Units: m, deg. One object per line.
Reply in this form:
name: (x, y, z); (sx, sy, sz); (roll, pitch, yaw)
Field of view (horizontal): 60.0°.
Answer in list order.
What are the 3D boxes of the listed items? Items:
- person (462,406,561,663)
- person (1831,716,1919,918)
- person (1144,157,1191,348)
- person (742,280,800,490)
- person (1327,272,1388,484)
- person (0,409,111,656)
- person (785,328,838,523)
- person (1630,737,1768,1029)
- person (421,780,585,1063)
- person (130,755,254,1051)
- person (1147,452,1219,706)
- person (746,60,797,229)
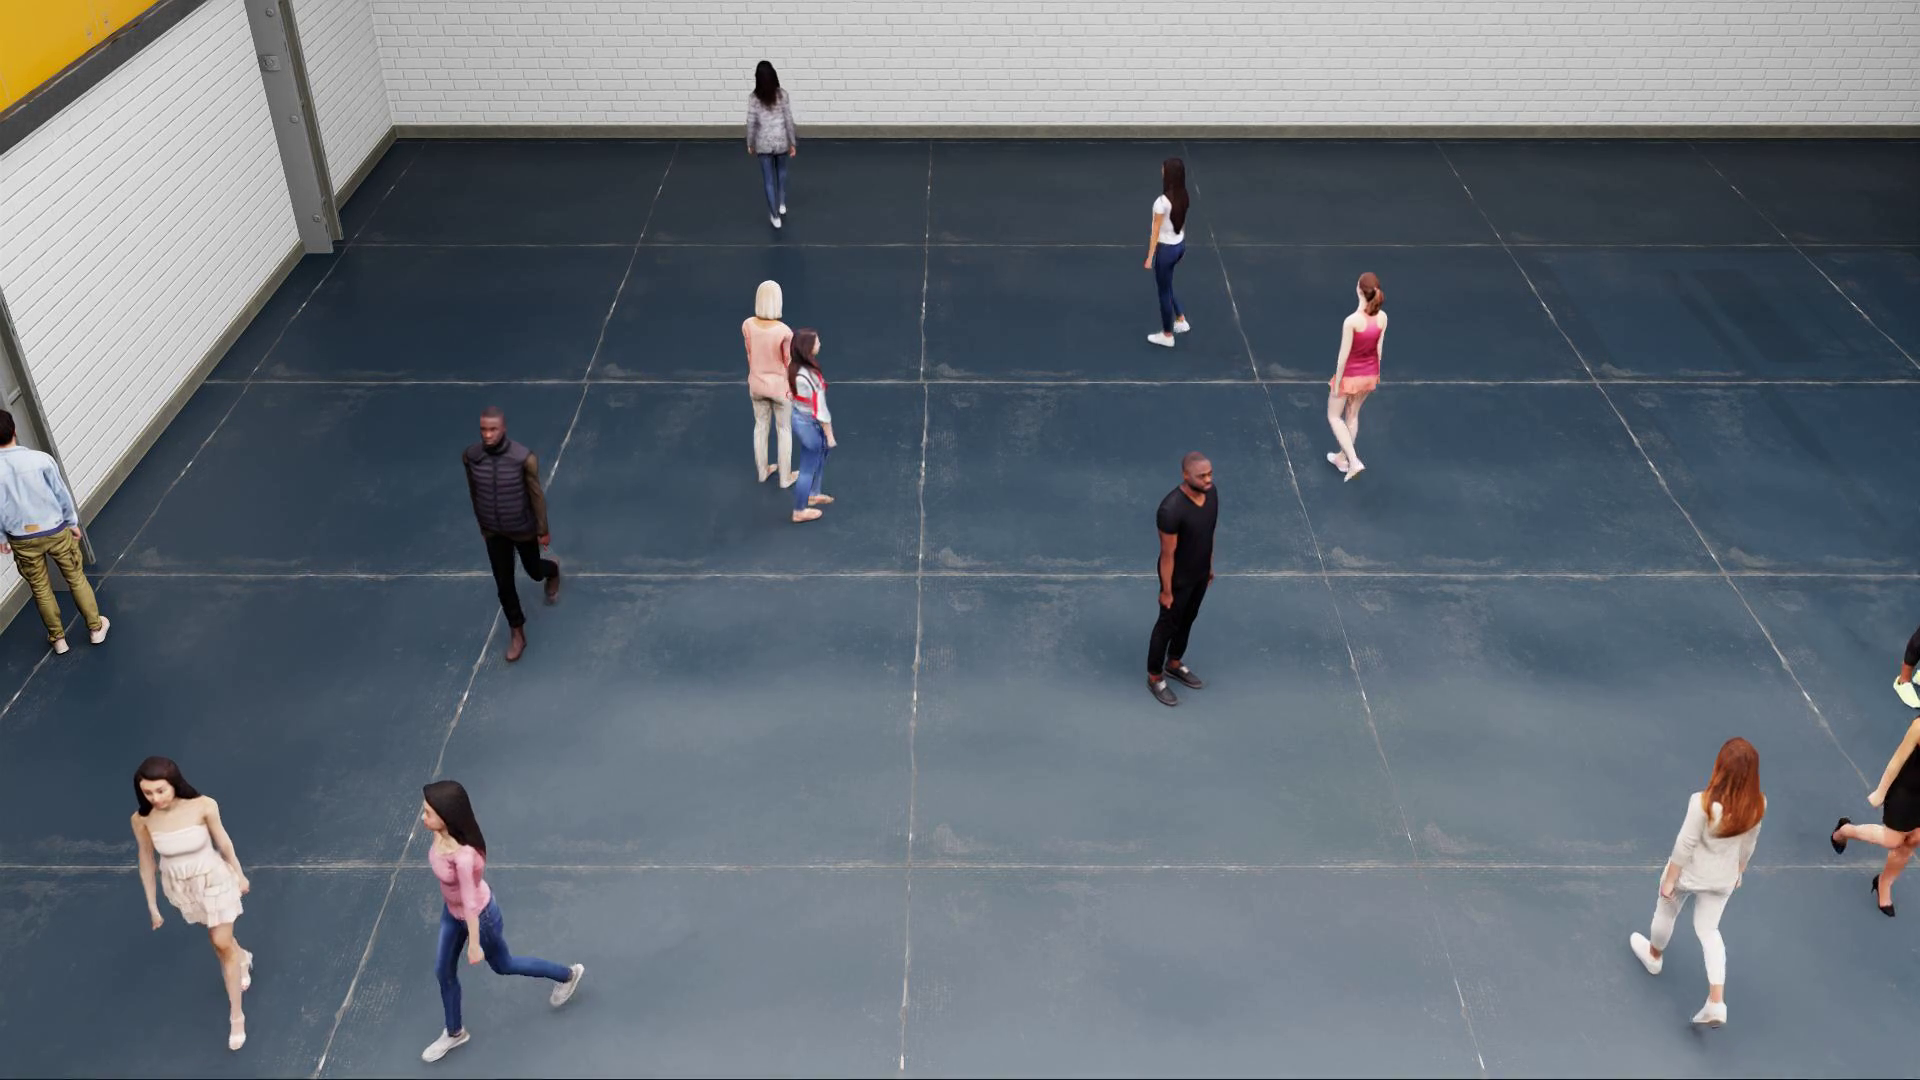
person: (-2.988, -0.124, 11.207); (0.802, 1.809, 1.161); (4, 34, 7)
person: (5.203, 1.337, 9.170); (0.673, 1.632, 0.812); (-6, 34, -9)
person: (1.947, -2.533, 14.872); (0.801, 1.765, 0.729); (20, 39, 28)
person: (-1.470, -1.205, 12.911); (0.651, 1.725, 0.629); (11, 35, 16)
person: (3.111, -1.222, 12.928); (0.735, 1.734, 0.951); (-10, 35, -15)
person: (-6.153, -0.055, 11.101); (0.763, 1.811, 0.745); (-16, 37, -23)
person: (-1.212, -0.834, 12.466); (0.801, 1.598, 0.716); (-17, 37, -24)
person: (3.836, 1.762, 8.484); (0.661, 1.683, 1.034); (-4, 34, -5)
person: (-2.352, 1.855, 8.323); (1.086, 1.707, 1.123); (-22, 40, -30)
person: (-3.866, 1.721, 8.521); (0.679, 1.710, 0.917); (-6, 34, -8)
person: (1.436, 0.217, 10.686); (0.726, 1.819, 0.784); (-29, 43, -36)
person: (-1.939, -4.067, 17.224); (0.764, 1.716, 0.869); (-9, 35, -13)
